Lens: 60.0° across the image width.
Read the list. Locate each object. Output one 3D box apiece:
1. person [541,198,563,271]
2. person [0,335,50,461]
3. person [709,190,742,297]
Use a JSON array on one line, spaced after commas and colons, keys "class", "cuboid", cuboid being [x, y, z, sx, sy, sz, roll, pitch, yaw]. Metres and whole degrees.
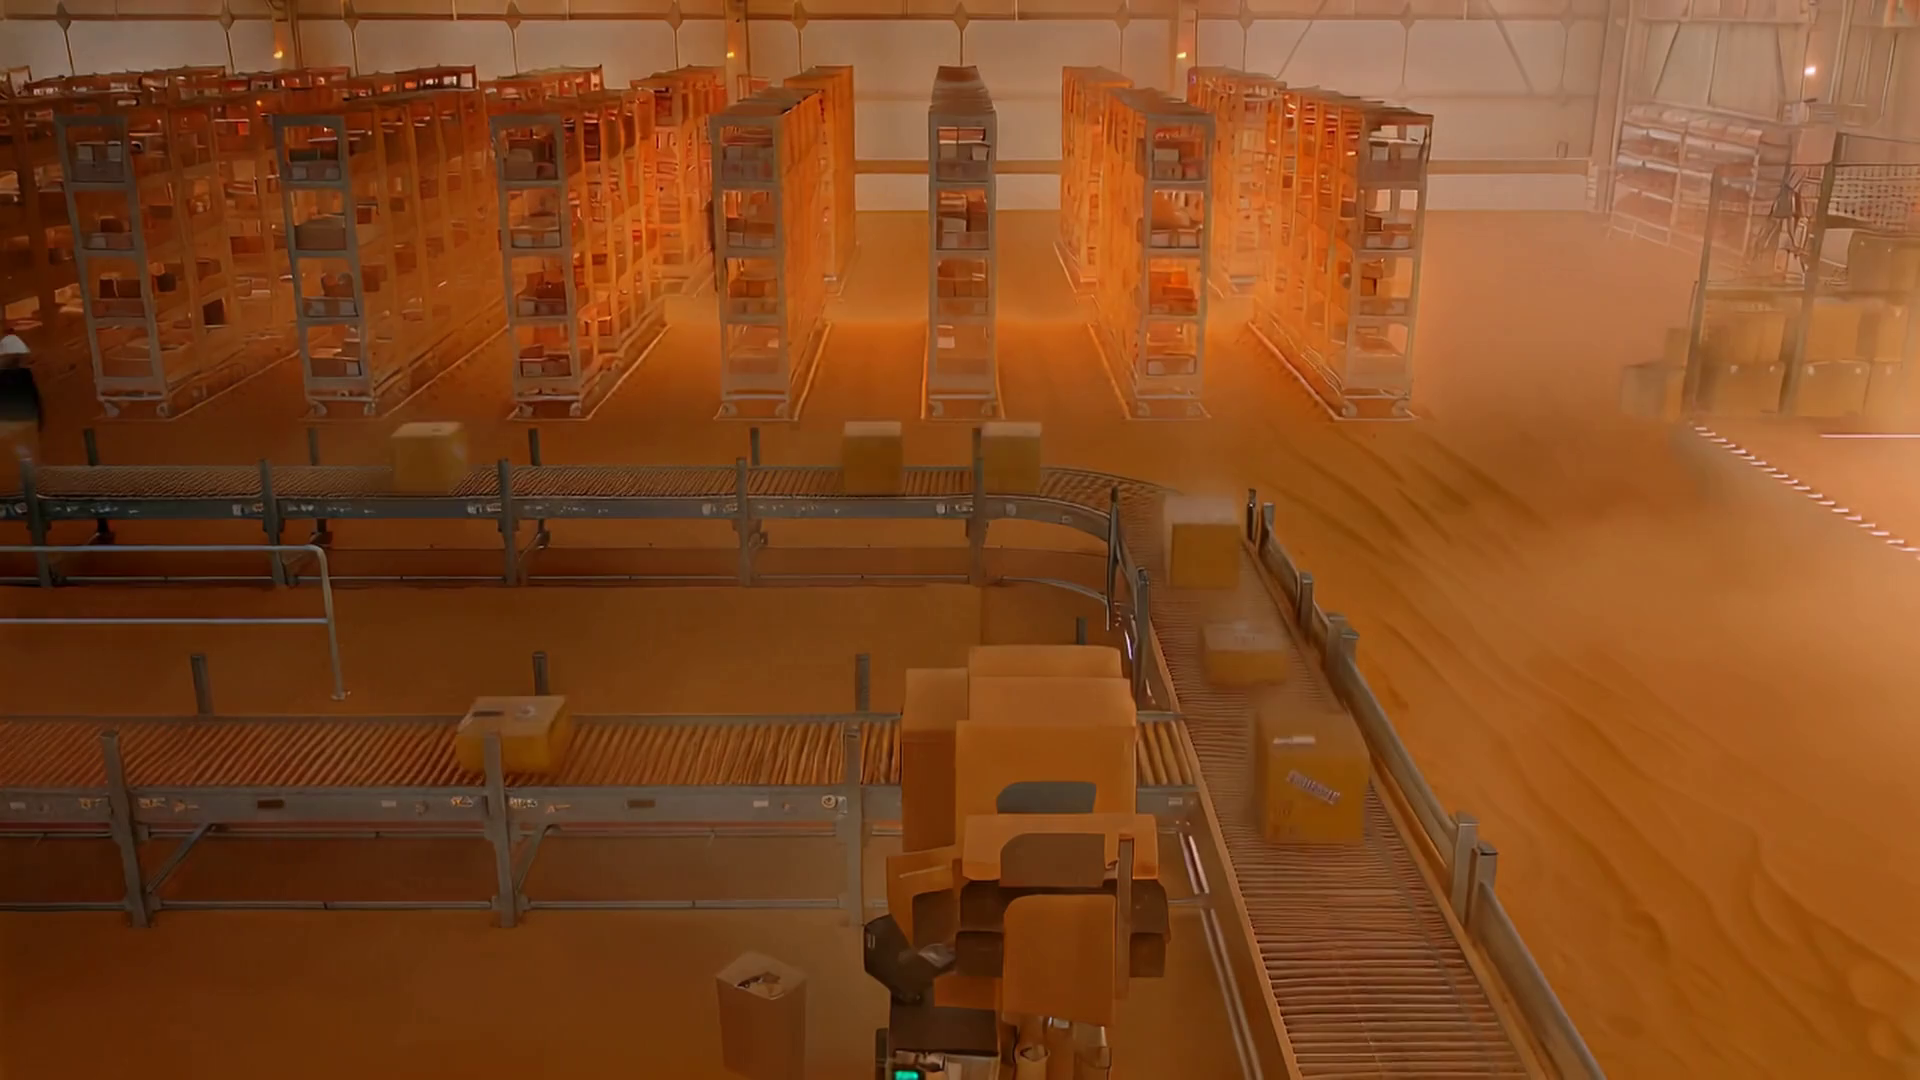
[{"class": "person", "cuboid": [-6.470, -4.584, 26.794, 0.592, 1.833, 0.404, -6, 19, -18]}, {"class": "person", "cuboid": [-9.113, -1.136, 16.290, 0.567, 1.745, 0.559, 1, 18, 2]}, {"class": "person", "cuboid": [-3.965, -5.149, 28.398, 0.674, 1.913, 1.035, 8, 20, 24]}]
